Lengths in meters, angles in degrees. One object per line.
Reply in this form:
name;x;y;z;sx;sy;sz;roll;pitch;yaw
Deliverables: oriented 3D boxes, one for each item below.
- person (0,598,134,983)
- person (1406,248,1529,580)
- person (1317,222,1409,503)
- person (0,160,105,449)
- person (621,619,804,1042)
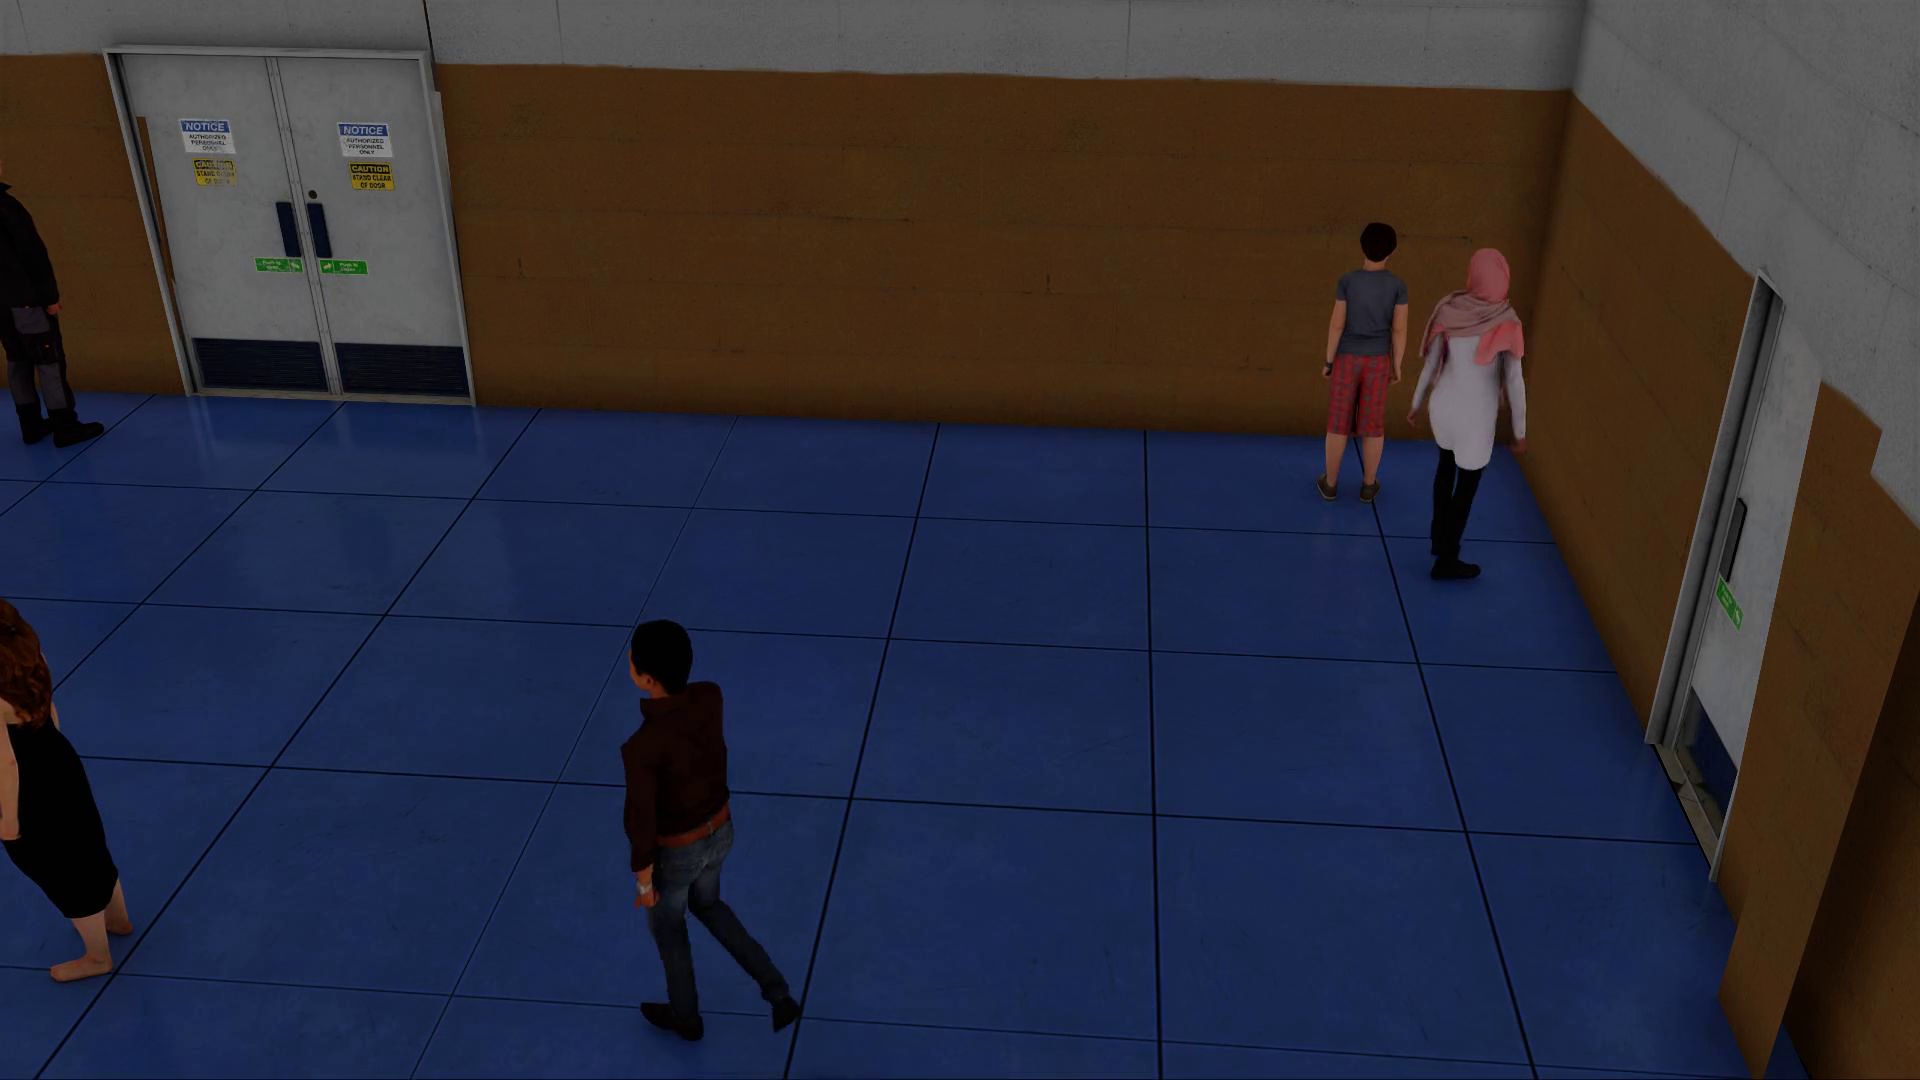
person;-3.346;0.903;6.082;0.651;1.626;0.527;-1;29;-1
person;2.589;-0.629;8.725;0.912;1.782;0.907;-22;36;-35
person;2.304;-1.007;9.542;0.620;1.649;0.543;6;29;10
person;-5.767;-1.506;10.160;0.748;1.946;0.663;8;30;14
person;-0.859;1.058;5.655;0.956;1.763;0.972;16;33;27
